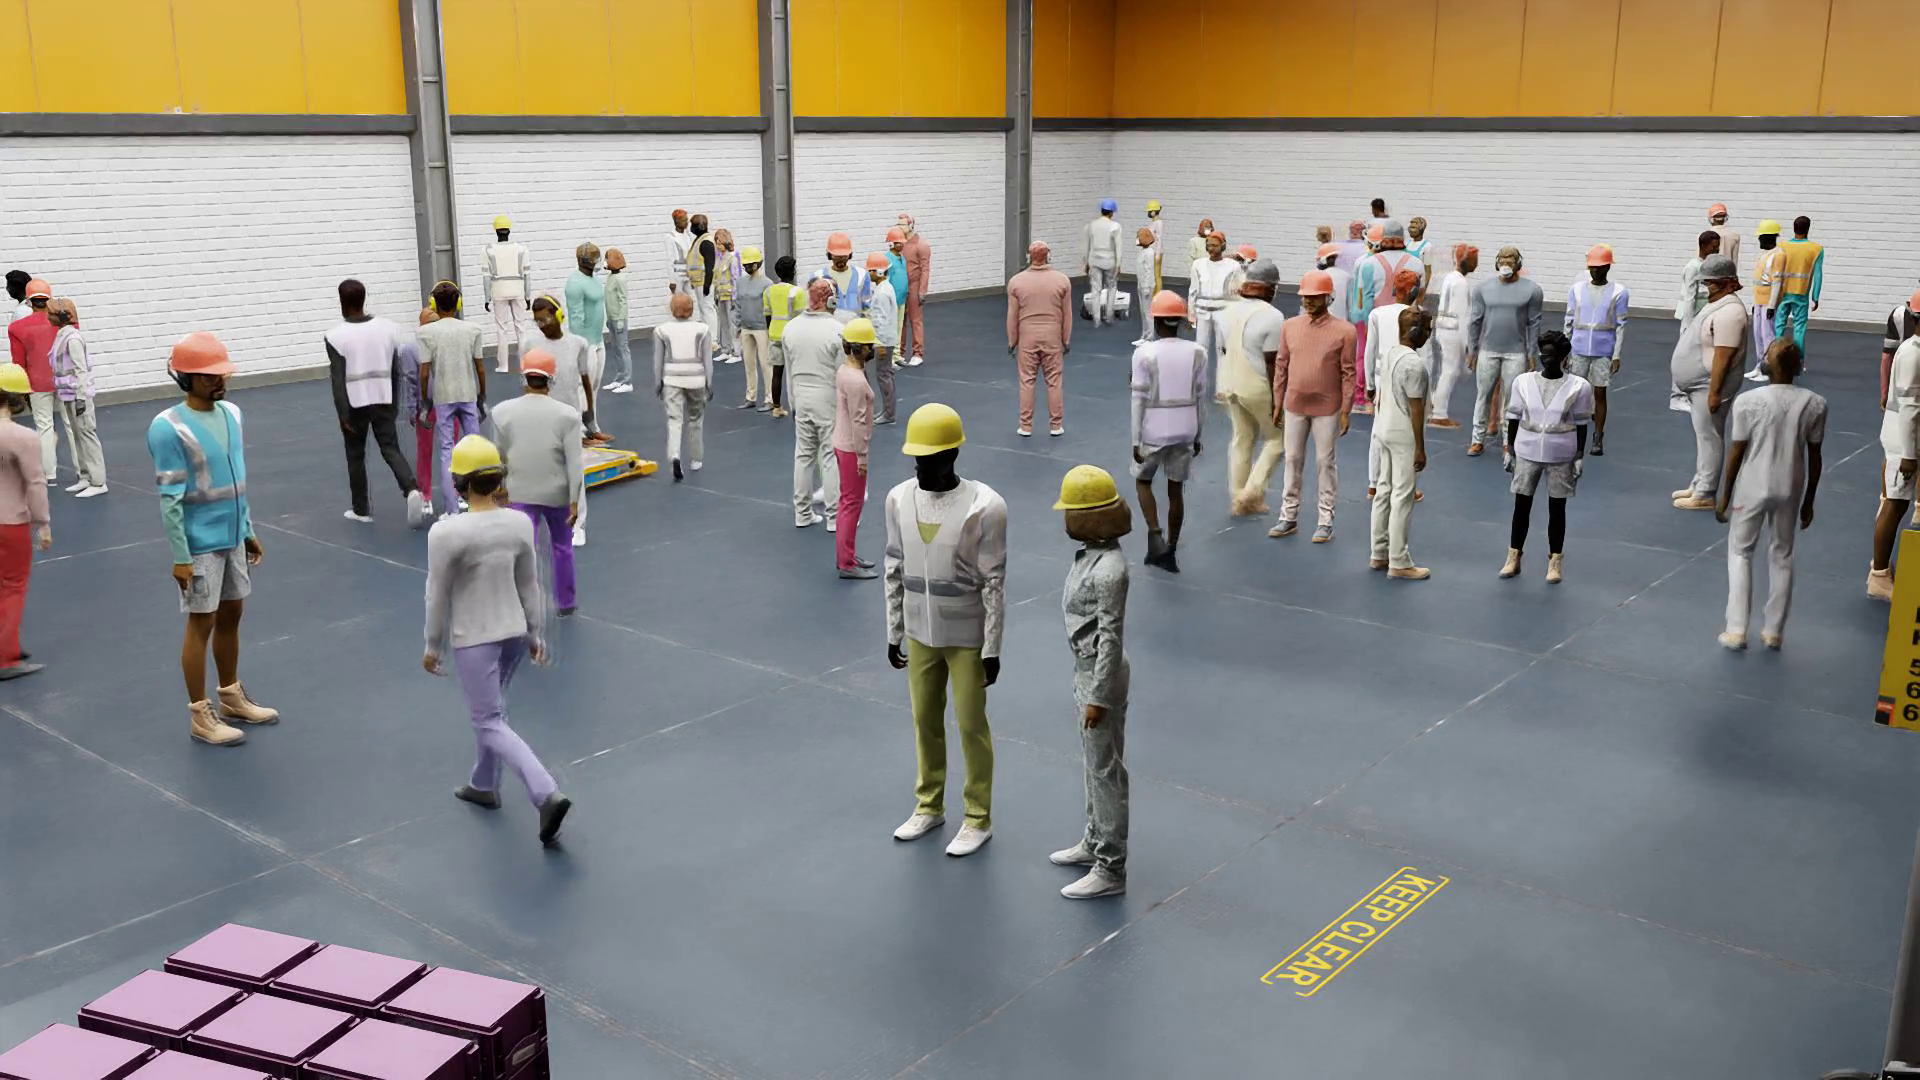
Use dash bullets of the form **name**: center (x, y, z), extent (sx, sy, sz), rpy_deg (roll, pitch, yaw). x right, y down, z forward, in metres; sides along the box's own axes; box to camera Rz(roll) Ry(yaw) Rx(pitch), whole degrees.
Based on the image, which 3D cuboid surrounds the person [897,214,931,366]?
- **person**: center (-0.689, -3.170, 21.110), extent (0.639, 1.911, 0.406), rpy_deg (11, 18, 37)

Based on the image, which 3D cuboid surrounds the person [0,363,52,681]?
- **person**: center (-5.285, -0.102, 9.217), extent (0.548, 1.731, 0.514), rpy_deg (4, 15, 17)

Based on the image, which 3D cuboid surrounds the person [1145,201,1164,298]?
- **person**: center (3.263, -4.824, 28.031), extent (0.334, 1.760, 0.528), rpy_deg (-2, 14, -10)

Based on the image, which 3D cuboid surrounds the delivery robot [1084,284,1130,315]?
- **delivery robot**: center (2.297, -3.745, 25.960), extent (0.707, 0.478, 0.477), rpy_deg (-8, 16, -28)

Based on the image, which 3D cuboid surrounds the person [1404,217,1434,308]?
- **person**: center (5.901, -3.270, 21.640), extent (0.345, 1.846, 0.508), rpy_deg (-7, 16, -27)

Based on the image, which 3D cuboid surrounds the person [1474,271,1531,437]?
- **person**: center (5.271, -1.839, 16.134), extent (0.582, 1.735, 0.412), rpy_deg (7, 16, 26)

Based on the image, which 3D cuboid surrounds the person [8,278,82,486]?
- **person**: center (-7.703, -1.335, 14.090), extent (0.560, 1.752, 0.324), rpy_deg (-12, 18, -39)

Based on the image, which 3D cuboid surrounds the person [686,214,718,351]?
- **person**: center (-3.467, -3.461, 22.409), extent (0.430, 1.843, 0.624), rpy_deg (-5, 15, -18)

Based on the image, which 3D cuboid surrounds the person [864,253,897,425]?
- **person**: center (-0.814, -2.053, 16.984), extent (0.349, 1.743, 0.572), rpy_deg (0, 14, -1)

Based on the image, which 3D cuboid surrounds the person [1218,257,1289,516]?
- **person**: center (2.317, -1.171, 12.853), extent (0.539, 2.000, 0.708), rpy_deg (-8, 16, -29)

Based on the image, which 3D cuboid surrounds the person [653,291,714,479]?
- **person**: center (-2.398, -1.342, 14.421), extent (0.521, 1.610, 0.743), rpy_deg (-1, 14, -5)

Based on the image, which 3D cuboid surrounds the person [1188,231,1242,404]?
- **person**: center (2.777, -2.431, 18.212), extent (0.585, 1.879, 0.337), rpy_deg (6, 15, 23)

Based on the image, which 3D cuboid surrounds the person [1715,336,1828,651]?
- **person**: center (4.665, -0.255, 9.599), extent (0.529, 1.845, 0.332), rpy_deg (2, 14, 8)

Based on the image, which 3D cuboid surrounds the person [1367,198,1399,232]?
- **person**: center (6.592, -4.367, 25.968), extent (0.629, 1.880, 0.493), rpy_deg (-8, 16, -30)

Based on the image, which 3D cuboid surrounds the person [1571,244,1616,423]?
- **person**: center (6.495, -2.127, 17.121), extent (0.404, 1.822, 0.586), rpy_deg (-2, 14, -8)

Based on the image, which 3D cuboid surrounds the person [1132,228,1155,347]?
- **person**: center (2.544, -3.474, 22.903), extent (0.280, 1.625, 0.493), rpy_deg (-1, 14, -5)

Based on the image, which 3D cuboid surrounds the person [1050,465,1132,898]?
- **person**: center (0.515, 0.557, 6.568), extent (0.311, 1.736, 0.483), rpy_deg (-1, 14, -2)

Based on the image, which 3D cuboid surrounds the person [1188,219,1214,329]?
- **person**: center (3.656, -3.989, 24.934), extent (0.500, 1.636, 0.286), rpy_deg (-3, 14, -11)

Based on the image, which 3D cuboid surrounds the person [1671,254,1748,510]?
- **person**: center (5.936, -1.266, 13.233), extent (0.535, 2.000, 0.680), rpy_deg (5, 15, 18)

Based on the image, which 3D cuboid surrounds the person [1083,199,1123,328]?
- **person**: center (2.188, -4.185, 25.168), extent (0.640, 1.897, 0.812), rpy_deg (5, 15, 20)

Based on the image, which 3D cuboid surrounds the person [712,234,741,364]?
- **person**: center (-2.989, -3.092, 21.343), extent (0.306, 1.640, 0.522), rpy_deg (-10, 17, -35)

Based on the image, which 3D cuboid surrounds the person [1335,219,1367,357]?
- **person**: center (4.773, -2.912, 20.106), extent (0.396, 1.901, 0.644), rpy_deg (-12, 18, -39)

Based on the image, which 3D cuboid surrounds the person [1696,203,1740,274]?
- **person**: center (10.030, -3.471, 22.159), extent (0.611, 1.985, 0.394), rpy_deg (-2, 14, -7)

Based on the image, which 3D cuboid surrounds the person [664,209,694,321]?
- **person**: center (-3.824, -3.578, 22.788), extent (0.337, 1.882, 0.584), rpy_deg (5, 15, 20)

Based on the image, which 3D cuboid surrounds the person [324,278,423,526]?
- **person**: center (-4.450, -1.026, 12.584), extent (0.590, 1.897, 0.843), rpy_deg (-13, 19, -43)

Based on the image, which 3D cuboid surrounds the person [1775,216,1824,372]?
- **person**: center (10.257, -3.014, 20.471), extent (0.596, 1.915, 0.373), rpy_deg (9, 17, 33)

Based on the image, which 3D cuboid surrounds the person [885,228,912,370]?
- **person**: center (-0.797, -3.015, 20.805), extent (0.330, 1.751, 0.564), rpy_deg (6, 15, 23)

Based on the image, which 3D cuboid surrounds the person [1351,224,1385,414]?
- **person**: center (4.358, -2.332, 17.608), extent (0.407, 1.987, 0.615), rpy_deg (4, 15, 17)

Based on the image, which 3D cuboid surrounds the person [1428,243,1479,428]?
- **person**: center (4.961, -2.025, 16.651), extent (0.440, 1.857, 0.584), rpy_deg (2, 14, 10)

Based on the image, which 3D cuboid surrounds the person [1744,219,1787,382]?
- **person**: center (9.594, -2.852, 19.834), extent (0.393, 1.915, 0.584), rpy_deg (1, 14, 4)

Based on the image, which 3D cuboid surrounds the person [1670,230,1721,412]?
- **person**: center (7.858, -2.344, 17.795), extent (0.370, 1.915, 0.597), rpy_deg (12, 18, 39)

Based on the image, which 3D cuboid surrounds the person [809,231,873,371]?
- **person**: center (-1.127, -1.932, 15.931), extent (0.615, 2.028, 0.409), rpy_deg (-5, 15, -18)
